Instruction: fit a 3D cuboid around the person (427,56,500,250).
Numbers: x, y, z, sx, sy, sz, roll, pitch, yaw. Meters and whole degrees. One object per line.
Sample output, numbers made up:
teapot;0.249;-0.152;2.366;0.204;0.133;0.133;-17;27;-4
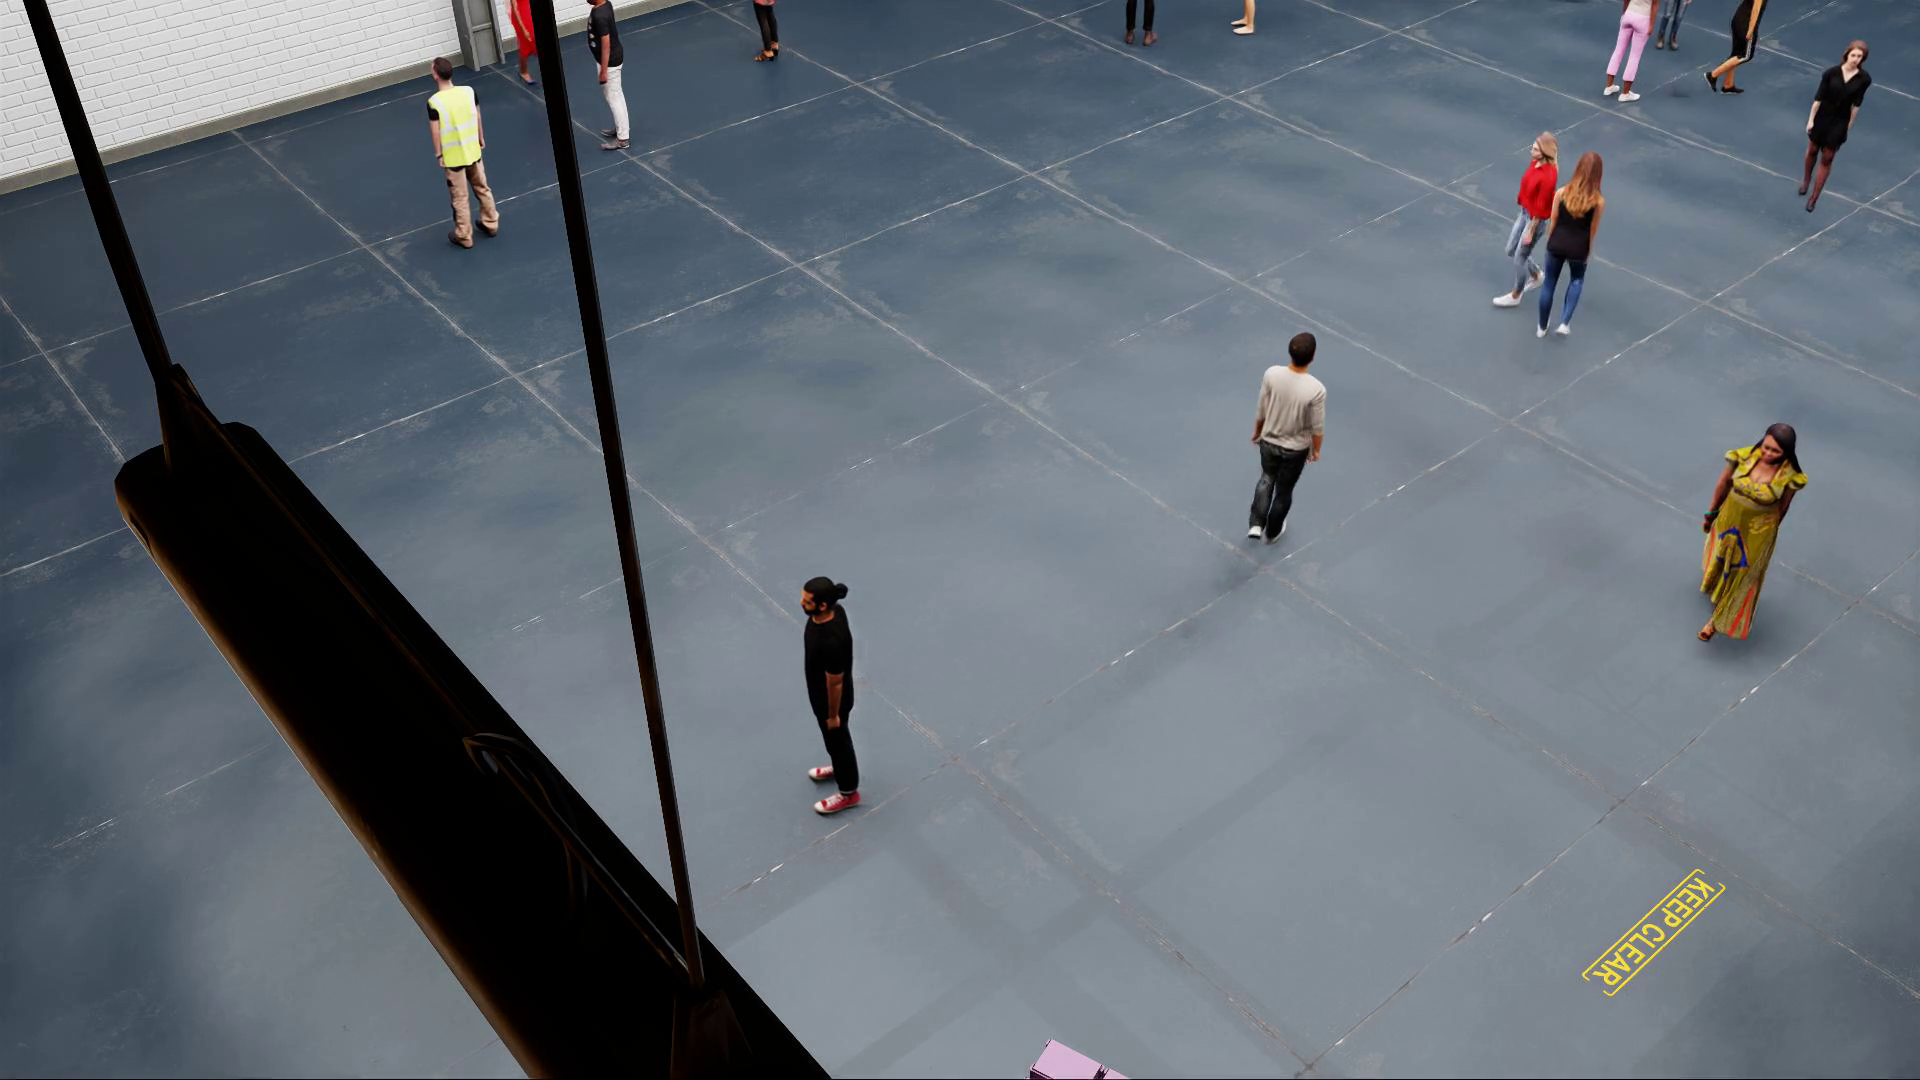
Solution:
person;-4.723;-3.666;15.711;0.786;1.842;0.675;30;47;32

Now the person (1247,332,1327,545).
person;2.304;-0.664;11.982;0.785;1.805;0.842;22;43;25

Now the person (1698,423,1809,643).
person;5.451;-0.155;11.505;0.918;1.605;1.289;27;46;30

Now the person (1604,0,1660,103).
person;7.483;-5.737;18.385;0.558;1.742;0.601;-21;43;-24

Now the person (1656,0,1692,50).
person;8.490;-6.462;19.638;0.547;1.312;0.600;7;39;9

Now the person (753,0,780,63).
person;-2.298;-6.403;19.251;0.767;1.702;0.669;11;40;13

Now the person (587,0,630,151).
person;-3.676;-5.002;17.416;0.789;1.804;0.763;-3;39;-4

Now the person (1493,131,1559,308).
person;5.155;-2.819;14.771;0.866;1.692;0.801;-2;39;-3

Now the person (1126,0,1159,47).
person;2.158;-6.770;19.603;0.781;1.835;0.767;13;41;16

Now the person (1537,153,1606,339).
person;5.218;-2.478;14.328;0.687;1.711;0.733;17;42;20

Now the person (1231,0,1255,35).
person;3.464;-6.964;19.932;0.705;1.729;0.649;3;39;3

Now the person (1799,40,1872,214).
person;8.599;-4.157;16.462;0.834;1.673;1.056;18;42;21

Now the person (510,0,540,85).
person;-4.810;-5.759;18.450;0.921;1.695;0.732;-30;47;-32

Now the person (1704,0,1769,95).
person;8.650;-5.734;18.449;0.884;1.657;0.817;2;39;2

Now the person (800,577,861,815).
person;-0.774;0.909;10.052;0.694;1.756;0.701;-9;39;-11
